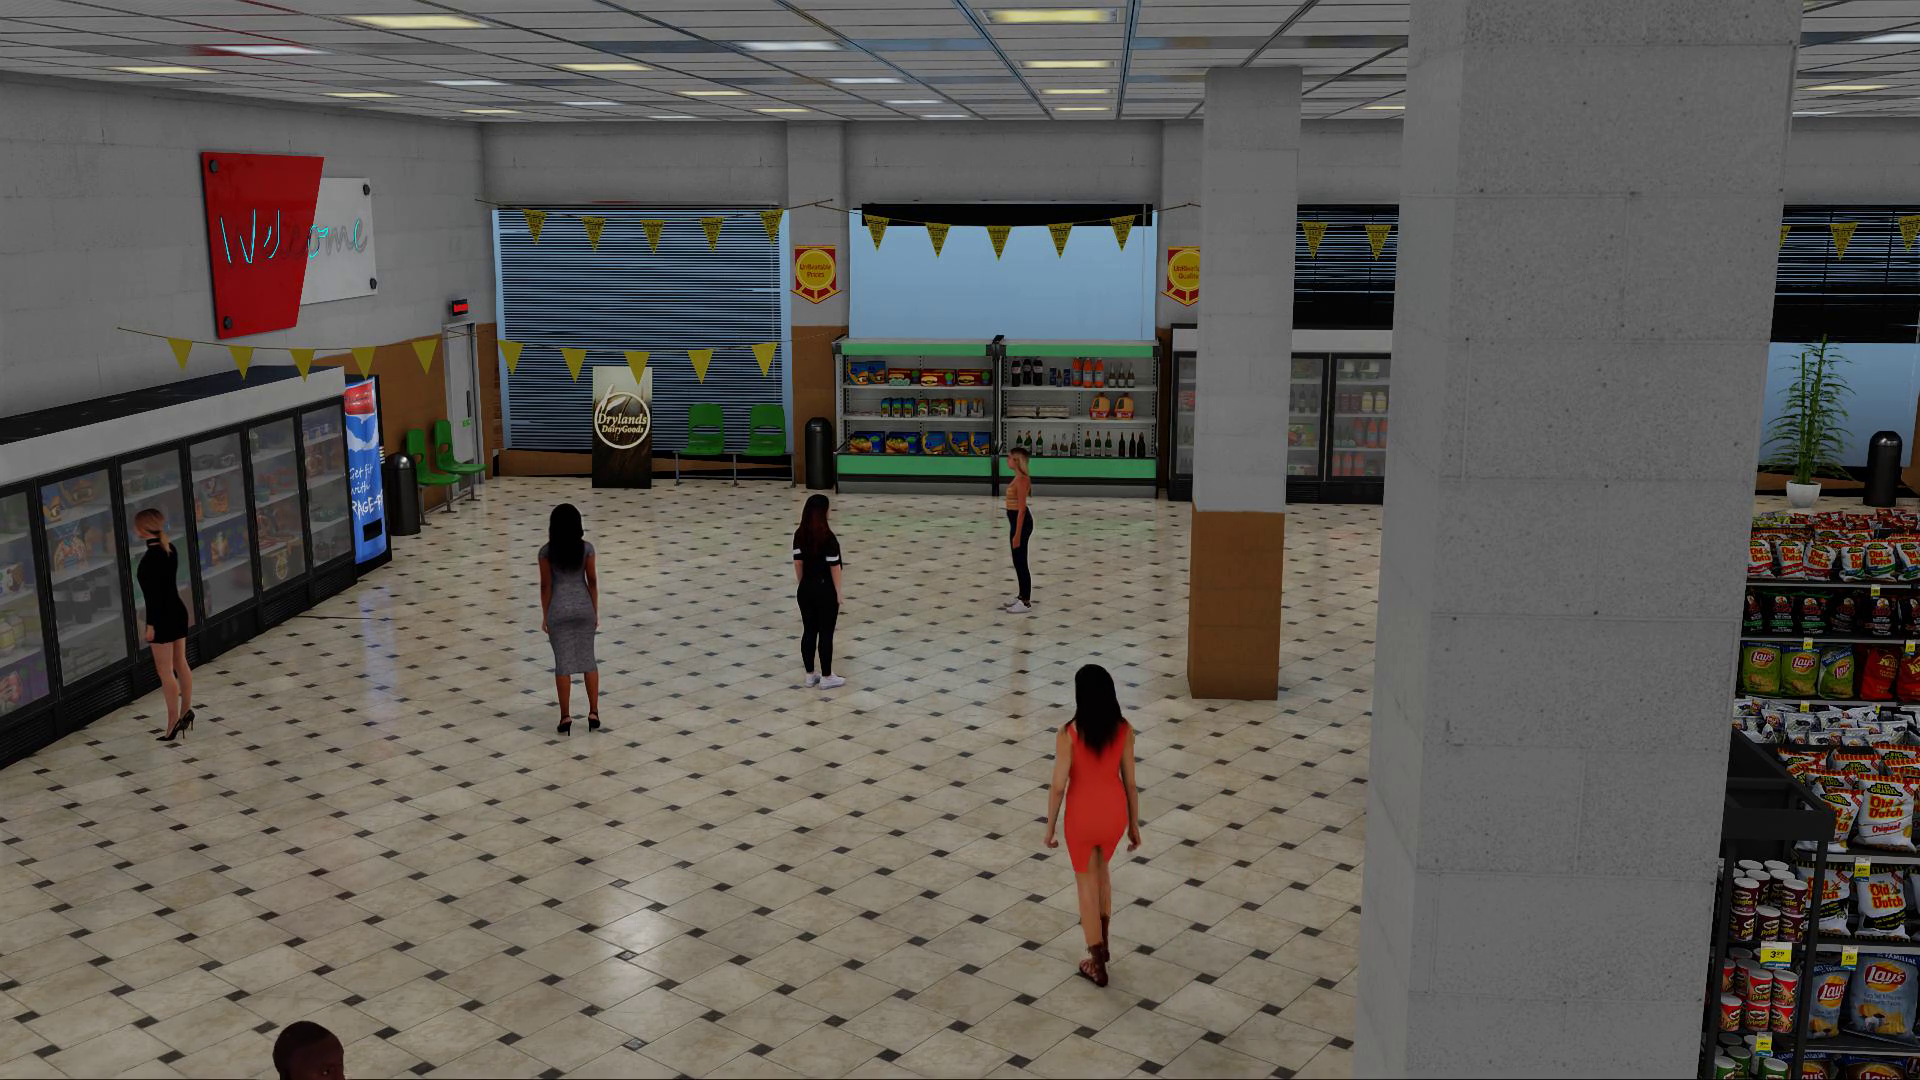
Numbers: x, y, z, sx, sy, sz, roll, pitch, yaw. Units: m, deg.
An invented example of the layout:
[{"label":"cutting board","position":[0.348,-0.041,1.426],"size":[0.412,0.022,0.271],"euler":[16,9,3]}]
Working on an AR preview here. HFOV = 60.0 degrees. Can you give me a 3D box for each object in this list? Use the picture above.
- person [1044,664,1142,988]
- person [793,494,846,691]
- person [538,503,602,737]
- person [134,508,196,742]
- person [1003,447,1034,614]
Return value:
[{"label":"person","position":[0.729,1.493,8.547],"size":[0.674,1.708,0.787],"euler":[-4,13,-19]},{"label":"person","position":[-1.176,0.422,13.802],"size":[0.661,1.639,0.761],"euler":[7,14,31]},{"label":"person","position":[-2.954,0.596,12.632],"size":[0.595,1.781,0.716],"euler":[-4,13,-18]},{"label":"person","position":[-5.994,0.625,12.526],"size":[0.537,1.768,0.585],"euler":[0,12,0]},{"label":"person","position":[0.586,-0.104,16.326],"size":[0.532,1.627,0.595],"euler":[0,12,-2]}]
